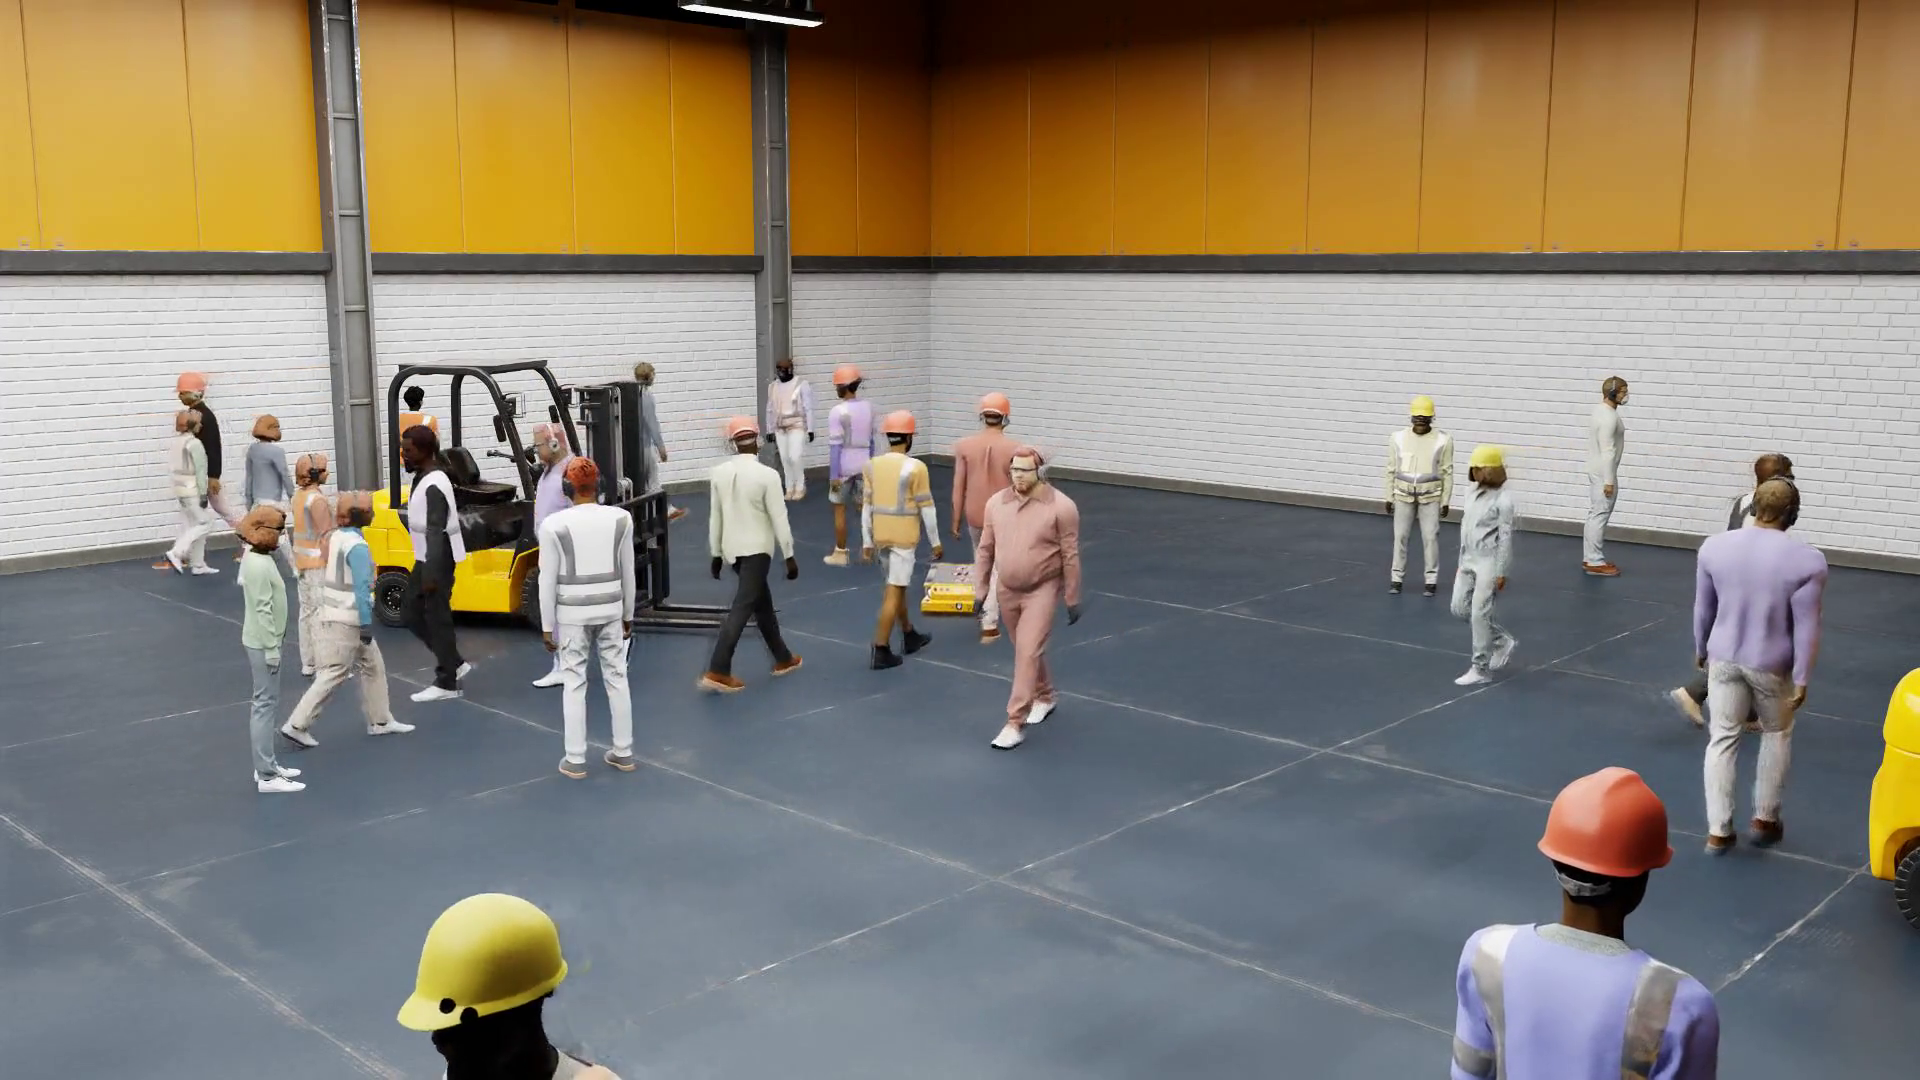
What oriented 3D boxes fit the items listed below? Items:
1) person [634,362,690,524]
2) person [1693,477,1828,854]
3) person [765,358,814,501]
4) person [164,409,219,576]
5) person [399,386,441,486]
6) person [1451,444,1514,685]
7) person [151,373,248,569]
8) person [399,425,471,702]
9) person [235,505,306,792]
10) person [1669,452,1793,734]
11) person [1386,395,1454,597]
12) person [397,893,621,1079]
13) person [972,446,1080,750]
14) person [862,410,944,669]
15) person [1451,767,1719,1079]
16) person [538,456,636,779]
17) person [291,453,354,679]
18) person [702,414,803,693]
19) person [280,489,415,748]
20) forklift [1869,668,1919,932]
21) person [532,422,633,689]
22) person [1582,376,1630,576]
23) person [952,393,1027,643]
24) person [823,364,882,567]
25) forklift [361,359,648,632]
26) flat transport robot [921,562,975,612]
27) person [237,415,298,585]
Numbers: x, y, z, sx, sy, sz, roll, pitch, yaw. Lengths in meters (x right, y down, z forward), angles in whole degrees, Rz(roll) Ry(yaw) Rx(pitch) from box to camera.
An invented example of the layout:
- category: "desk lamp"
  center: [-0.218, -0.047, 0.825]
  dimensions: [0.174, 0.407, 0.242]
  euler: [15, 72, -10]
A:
- category: "person"
  center: [-3.526, -1.067, 18.900]
  dimensions: [0.986, 1.890, 0.652]
  euler: [-5, 10, -27]
- category: "person"
  center: [4.058, 0.627, 8.485]
  dimensions: [0.650, 1.909, 0.743]
  euler: [7, 12, 38]
- category: "person"
  center: [-2.165, -1.394, 21.096]
  dimensions: [0.672, 1.834, 0.472]
  euler: [5, 10, 26]
- category: "person"
  center: [-7.355, -0.436, 15.837]
  dimensions: [0.528, 1.622, 0.469]
  euler: [8, 12, 42]
- category: "person"
  center: [-5.854, -0.815, 17.963]
  dimensions: [0.533, 1.696, 0.318]
  euler: [0, 9, 3]
- category: "person"
  center: [3.759, 0.167, 11.832]
  dimensions: [0.457, 1.728, 0.503]
  euler: [-3, 10, -19]
- category: "person"
  center: [-7.489, -0.690, 16.524]
  dimensions: [1.046, 1.945, 0.620]
  euler: [-4, 10, -25]
- category: "person"
  center: [-3.601, 0.164, 11.312]
  dimensions: [0.452, 1.902, 0.621]
  euler: [-5, 10, -28]
- category: "person"
  center: [-3.919, 0.607, 9.435]
  dimensions: [0.279, 1.633, 0.499]
  euler: [-4, 10, -24]
- category: "person"
  center: [4.850, 0.354, 10.440]
  dimensions: [0.695, 1.816, 0.533]
  euler: [-1, 9, -5]
- category: "person"
  center: [4.142, -0.397, 15.028]
  dimensions: [0.595, 1.823, 0.403]
  euler: [4, 10, 24]
- category: "person"
  center: [-0.772, 1.539, 3.037]
  dimensions: [0.591, 1.861, 1.040]
  euler: [7, 12, 37]
- category: "person"
  center: [0.411, 0.325, 10.496]
  dimensions: [0.662, 1.858, 0.989]
  euler: [6, 11, 31]
- category: "person"
  center: [-0.389, -0.020, 12.470]
  dimensions: [0.553, 1.896, 0.920]
  euler: [7, 12, 38]
- category: "person"
  center: [1.302, 1.424, 3.492]
  dimensions: [0.542, 1.939, 0.368]
  euler: [8, 12, 42]
- category: "person"
  center: [-2.154, 0.449, 9.677]
  dimensions: [0.576, 1.876, 0.345]
  euler: [-6, 11, -30]
- category: "person"
  center: [-4.616, 0.195, 11.937]
  dimensions: [0.310, 1.642, 0.514]
  euler: [-8, 12, -42]
- category: "person"
  center: [-1.503, 0.081, 11.796]
  dimensions: [0.643, 1.924, 1.059]
  euler: [7, 12, 38]
- category: "person"
  center: [-3.843, 0.487, 10.283]
  dimensions: [0.781, 1.601, 0.531]
  euler: [-5, 11, -29]
- category: "forklift"
  center: [5.205, 0.723, 7.013]
  dimensions: [2.313, 2.155, 1.214]
  euler: [9, 13, 43]
- category: "person"
  center: [-2.730, 0.101, 11.767]
  dimensions: [0.627, 1.876, 0.676]
  euler: [-6, 11, -34]
- category: "person"
  center: [6.231, -0.619, 16.062]
  dimensions: [0.366, 1.934, 0.629]
  euler: [3, 10, 16]
- category: "person"
  center: [0.308, -0.204, 13.404]
  dimensions: [0.662, 1.951, 0.944]
  euler: [3, 10, 15]
- category: "person"
  center: [-1.028, -0.710, 16.305]
  dimensions: [0.776, 2.025, 0.626]
  euler: [8, 13, 42]
- category: "forklift"
  center: [-3.850, -0.407, 13.936]
  dimensions: [2.313, 2.155, 1.214]
  euler: [2, 9, 11]
- category: "flat transport robot"
  center: [0.032, 0.408, 14.821]
  dimensions: [0.652, 0.197, 1.431]
  euler: [1, 9, 3]
- category: "person"
  center: [-6.474, -0.380, 15.624]
  dimensions: [0.497, 1.586, 0.873]
  euler: [7, 12, 38]
